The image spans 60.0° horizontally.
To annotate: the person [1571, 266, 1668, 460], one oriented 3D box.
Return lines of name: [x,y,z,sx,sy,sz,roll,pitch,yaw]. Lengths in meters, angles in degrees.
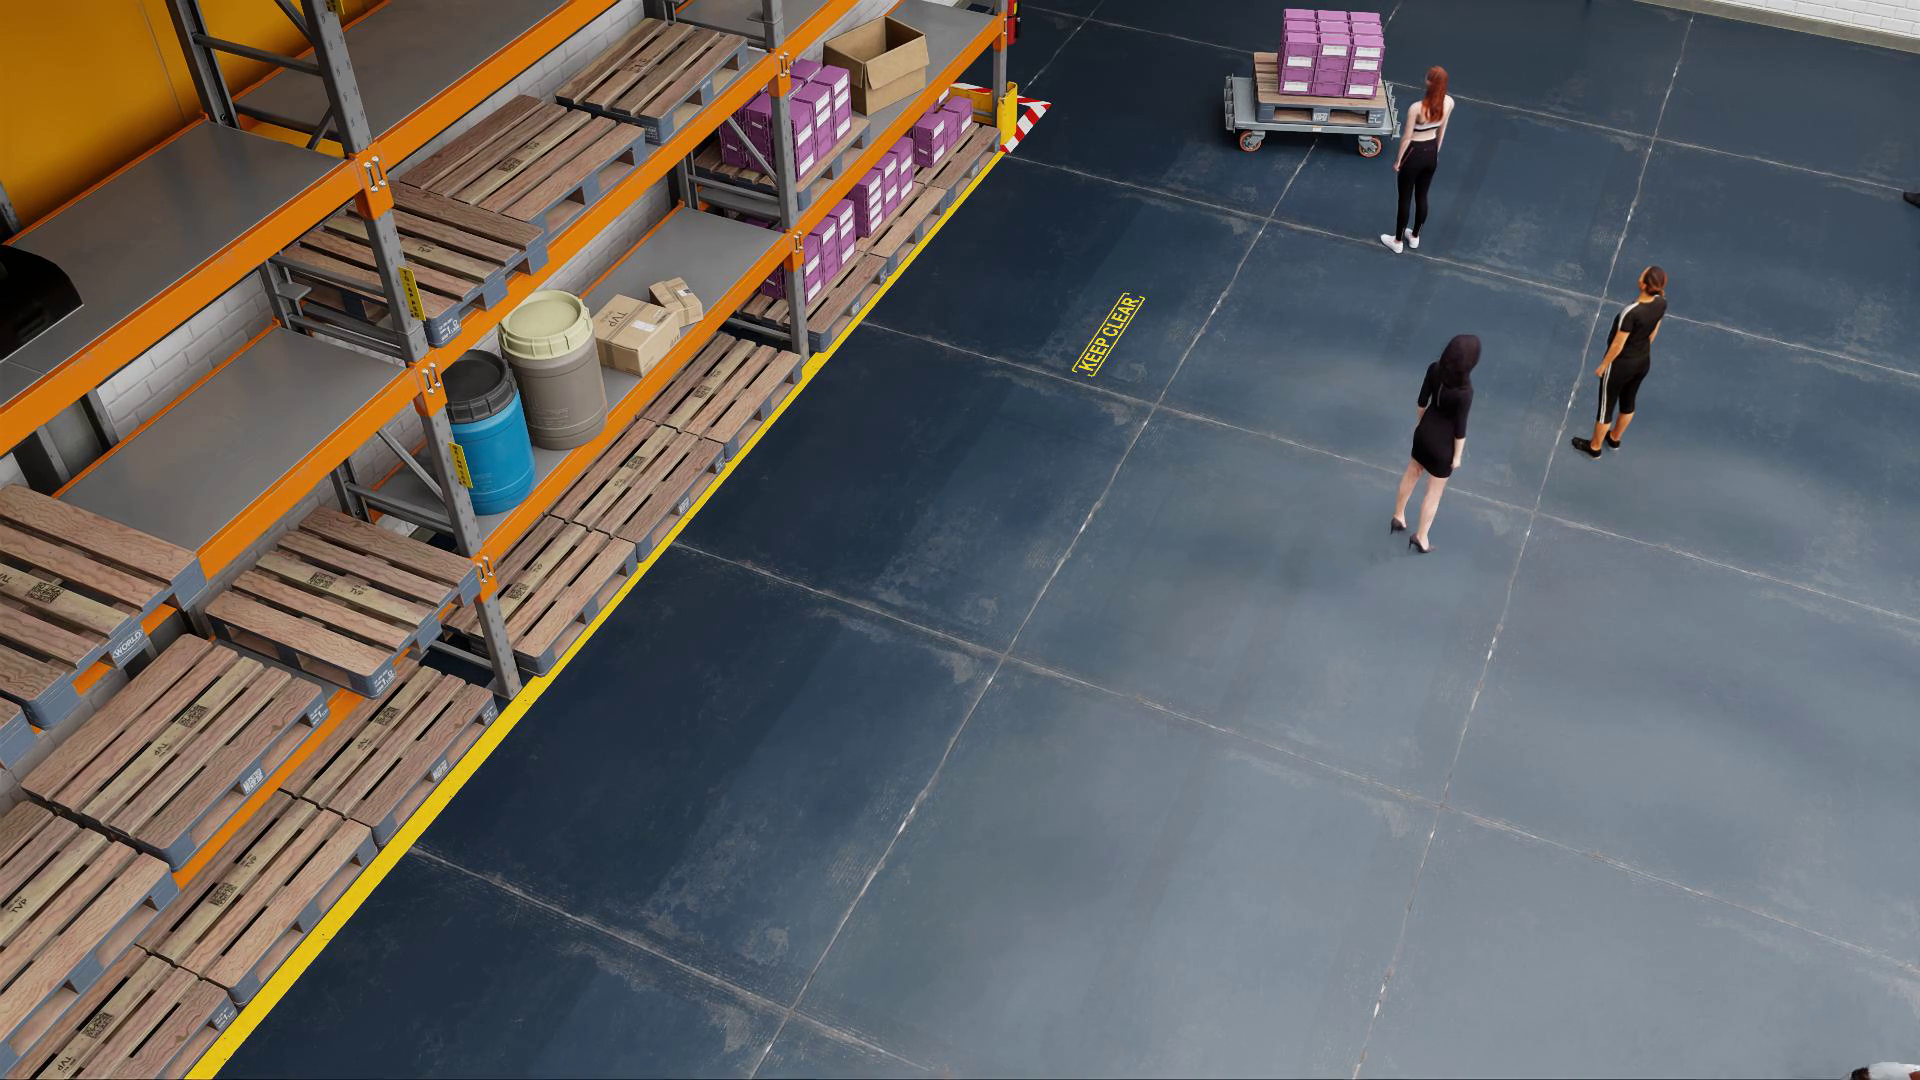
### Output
person: [4.974,-1.329,12.392,0.645,1.668,0.725,-19,47,-19]

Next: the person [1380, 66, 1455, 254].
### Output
person: [3.984,-3.292,14.400,0.665,1.741,0.724,-14,45,-14]

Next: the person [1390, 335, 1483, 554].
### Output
person: [3.317,-0.676,11.608,0.705,1.803,0.667,-18,47,-18]
